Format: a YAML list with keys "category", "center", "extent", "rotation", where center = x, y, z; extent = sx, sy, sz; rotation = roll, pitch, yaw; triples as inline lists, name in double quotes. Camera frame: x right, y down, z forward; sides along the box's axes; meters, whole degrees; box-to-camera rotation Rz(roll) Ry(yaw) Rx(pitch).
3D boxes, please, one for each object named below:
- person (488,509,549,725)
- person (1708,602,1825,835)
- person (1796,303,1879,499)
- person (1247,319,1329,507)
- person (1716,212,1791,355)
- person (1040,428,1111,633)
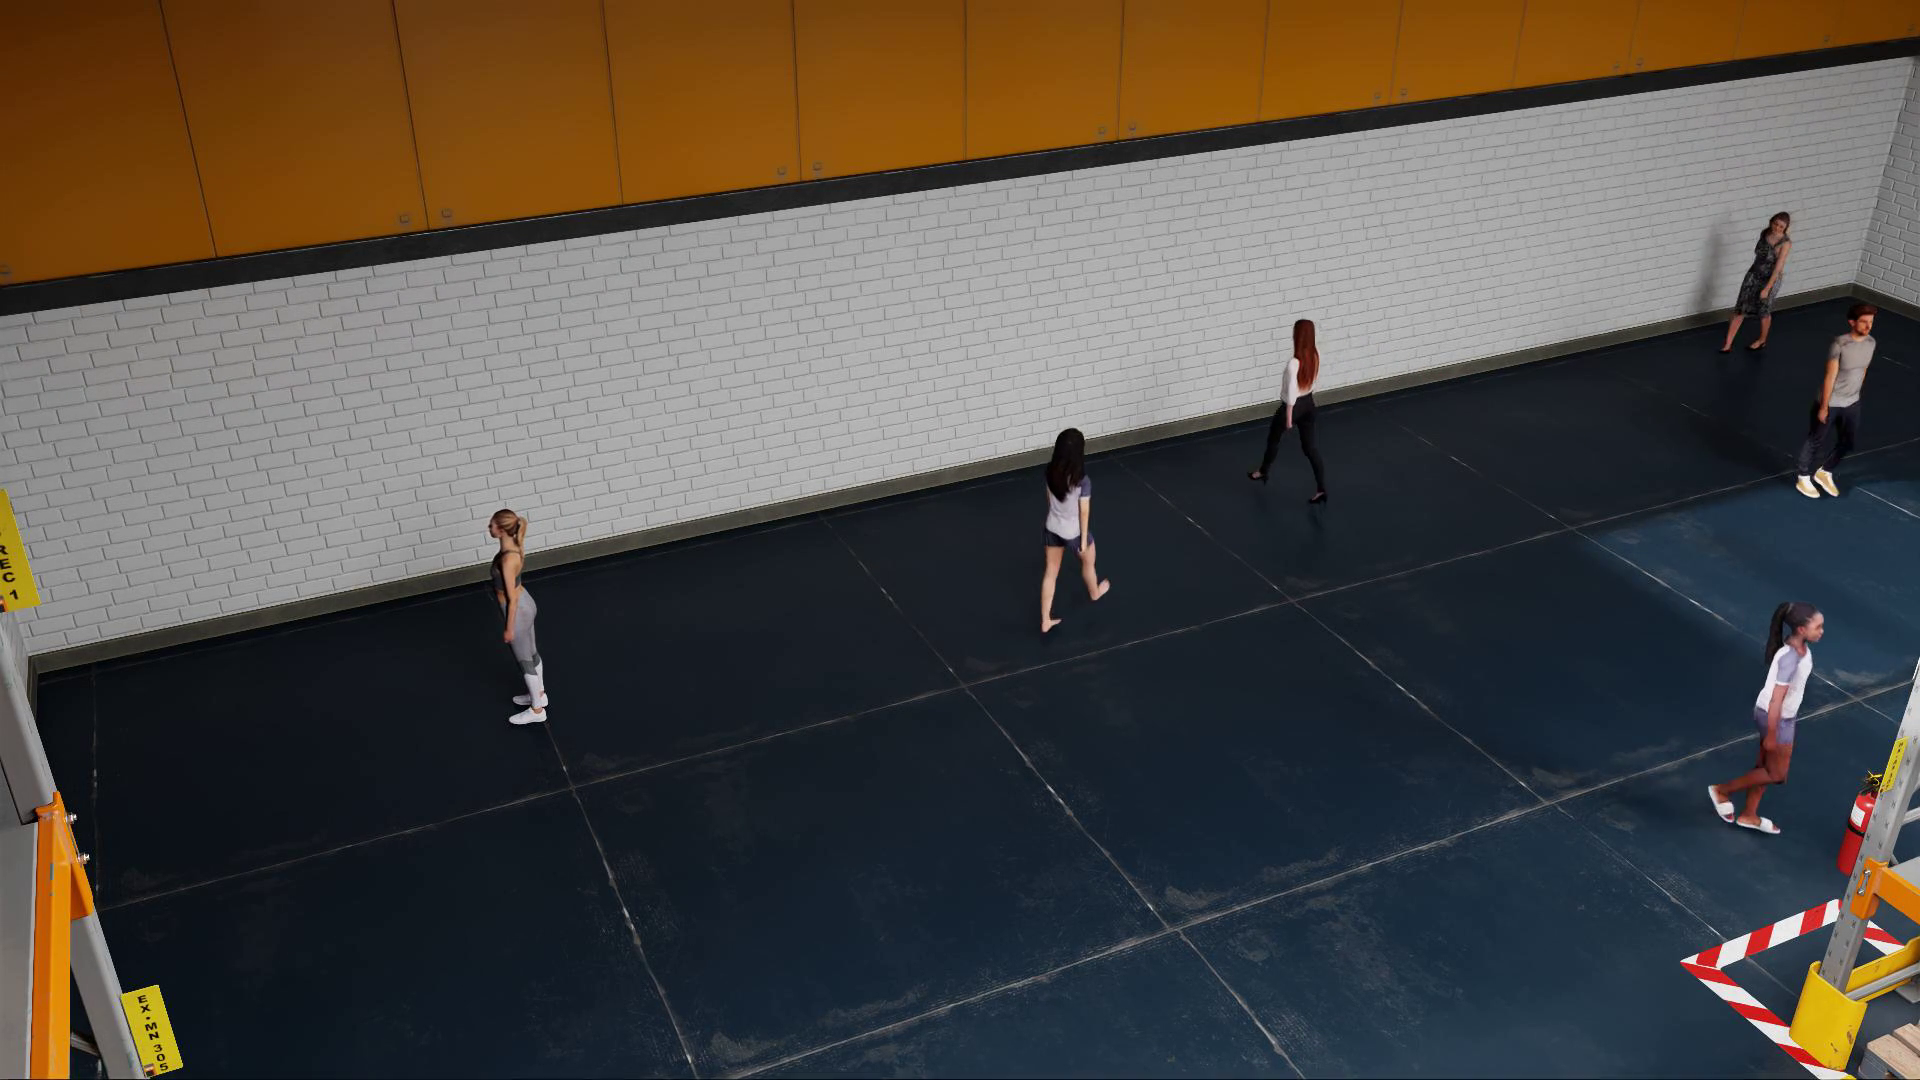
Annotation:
- category: "person"
  center: [-3.159, 0.535, 11.913]
  extent: [0.700, 1.702, 0.589]
  rotation: [-2, 29, -4]
- category: "person"
  center: [5.197, 1.146, 10.779]
  extent: [0.859, 1.715, 0.793]
  rotation: [18, 33, 29]
- category: "person"
  center: [7.889, -1.291, 15.073]
  extent: [0.714, 1.882, 0.718]
  rotation: [-4, 29, -8]
- category: "person"
  center: [3.087, -1.093, 14.889]
  extent: [0.813, 1.711, 1.220]
  rotation: [-21, 35, -33]
- category: "person"
  center: [8.758, -2.783, 18.050]
  extent: [0.706, 1.651, 0.911]
  rotation: [-8, 30, -15]
- category: "person"
  center: [0.783, -0.038, 12.996]
  extent: [1.086, 1.671, 1.009]
  rotation: [19, 34, 31]
